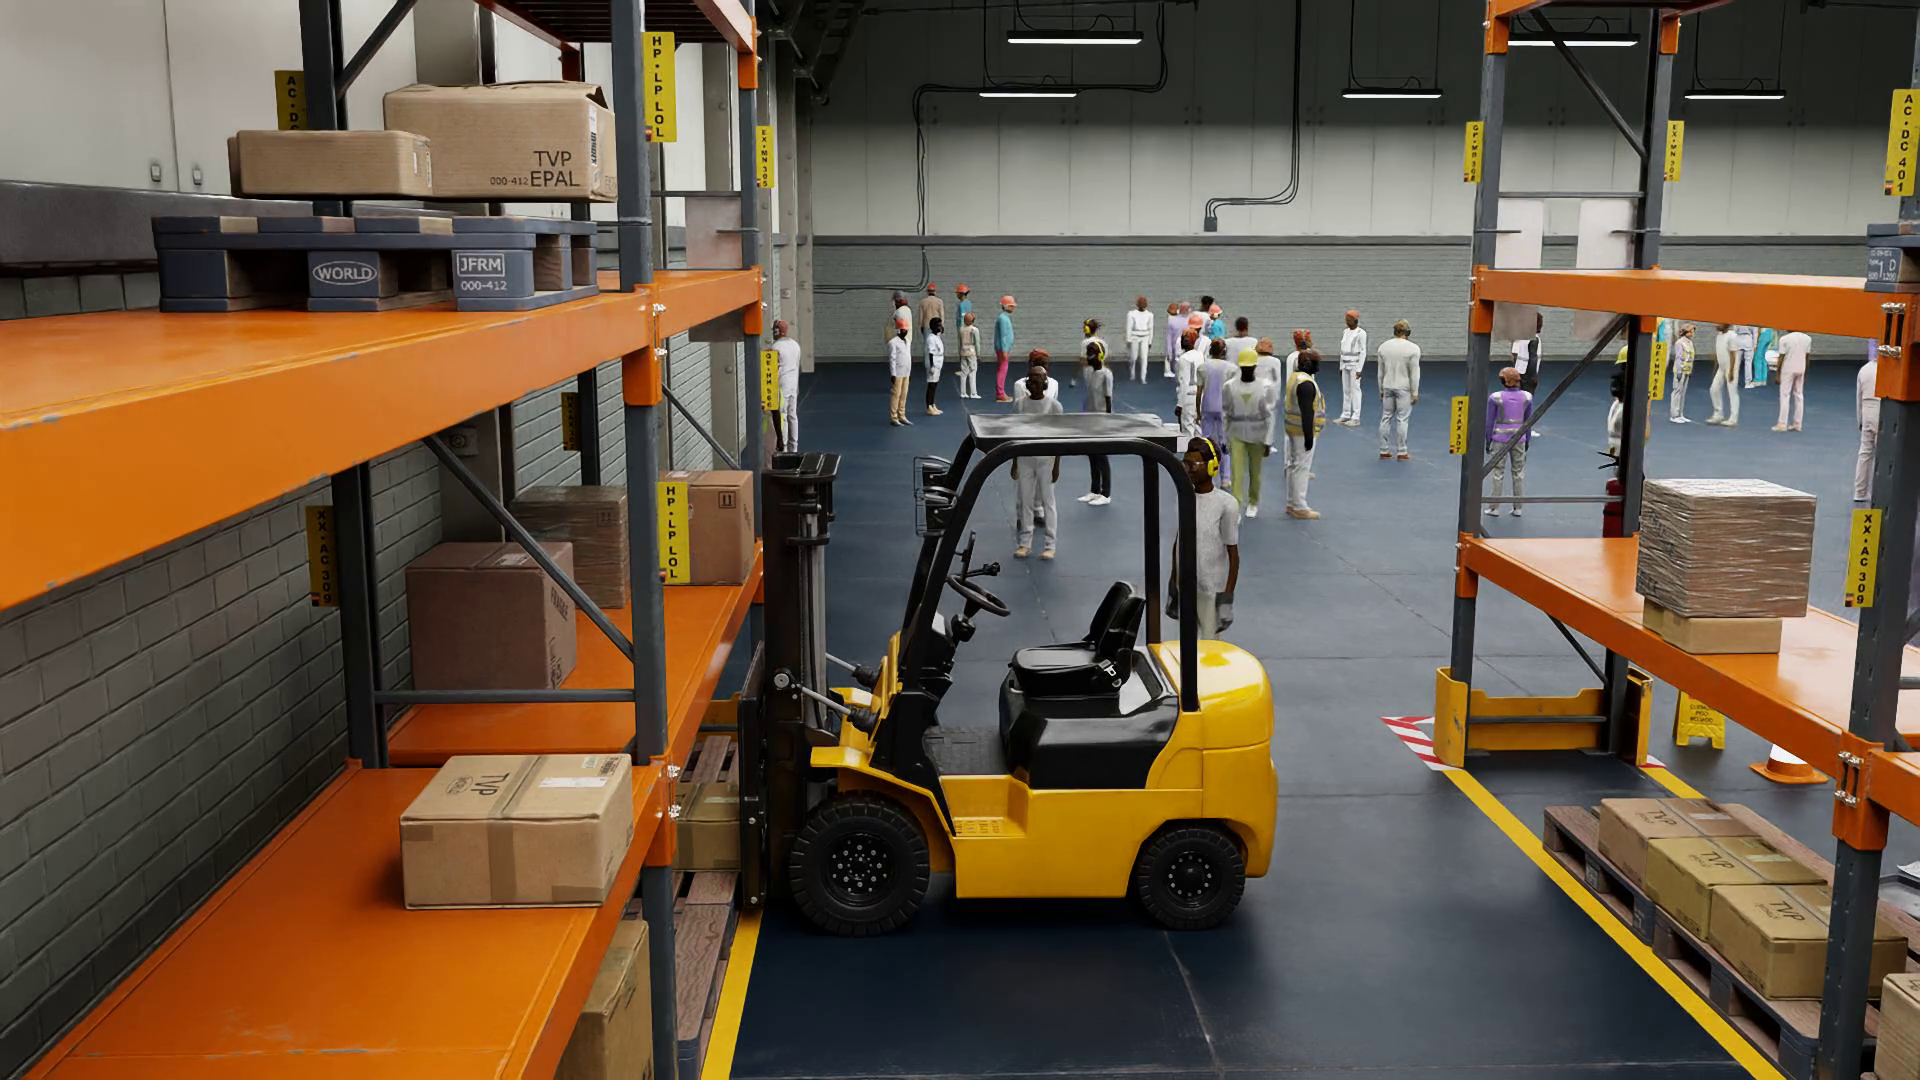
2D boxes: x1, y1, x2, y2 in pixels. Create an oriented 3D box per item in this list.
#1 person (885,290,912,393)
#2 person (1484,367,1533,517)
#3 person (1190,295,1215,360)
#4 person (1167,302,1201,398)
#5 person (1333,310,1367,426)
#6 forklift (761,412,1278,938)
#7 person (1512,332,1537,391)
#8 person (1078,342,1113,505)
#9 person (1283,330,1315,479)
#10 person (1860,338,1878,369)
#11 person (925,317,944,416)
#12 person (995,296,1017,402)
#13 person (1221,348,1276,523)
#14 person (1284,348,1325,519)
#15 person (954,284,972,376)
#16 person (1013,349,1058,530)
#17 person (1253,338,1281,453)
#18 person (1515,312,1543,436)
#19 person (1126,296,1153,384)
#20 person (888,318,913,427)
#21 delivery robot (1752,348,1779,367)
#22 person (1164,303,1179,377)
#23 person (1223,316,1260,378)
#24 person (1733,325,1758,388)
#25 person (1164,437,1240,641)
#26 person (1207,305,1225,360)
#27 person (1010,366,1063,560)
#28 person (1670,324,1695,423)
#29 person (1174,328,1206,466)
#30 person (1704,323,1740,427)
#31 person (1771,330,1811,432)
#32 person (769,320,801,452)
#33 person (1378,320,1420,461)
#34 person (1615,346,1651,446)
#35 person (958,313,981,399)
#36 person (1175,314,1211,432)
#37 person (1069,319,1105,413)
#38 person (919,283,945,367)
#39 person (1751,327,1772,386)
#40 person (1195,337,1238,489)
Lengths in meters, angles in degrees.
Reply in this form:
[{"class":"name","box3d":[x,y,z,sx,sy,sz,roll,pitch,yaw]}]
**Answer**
[{"class":"person","box3d":[-1.227,-3.947,33.047,0.538,2.000,0.682,1,10,8]},{"class":"person","box3d":[5.967,-1.060,18.114,0.514,1.634,0.313,0,10,-2]},{"class":"person","box3d":[4.881,-3.977,33.553,0.636,1.918,0.727,6,12,32]},{"class":"person","box3d":[4.214,-3.537,31.260,0.656,1.869,0.958,2,10,11]},{"class":"person","box3d":[6.383,-2.811,27.151,0.356,1.886,0.574,-4,11,-23]},{"class":"forklift","box3d":[0.291,0.548,7.580,2.313,2.155,1.214,0,10,-2]},{"class":"person","box3d":[10.393,-3.402,30.598,0.408,1.833,0.573,-4,11,-19]},{"class":"person","box3d":[1.569,-1.331,18.985,0.335,1.861,0.510,-4,11,-23]},{"class":"person","box3d":[4.305,-1.722,21.093,0.355,1.883,0.573,-1,10,-7]},{"class":"person","box3d":[21.389,-4.905,38.970,0.341,1.838,0.501,8,13,38]},{"class":"person","box3d":[-0.441,-2.996,28.700,0.318,1.698,0.539,2,10,11]},{"class":"person","box3d":[0.851,-3.575,31.152,0.405,1.986,0.606,1,10,8]},{"class":"person","box3d":[3.083,-1.119,17.776,0.590,1.889,0.993,3,11,16]},{"class":"person","box3d":[3.745,-1.159,18.075,0.429,1.841,0.633,0,10,-2]},{"class":"person","box3d":[0.062,-4.694,37.200,0.377,2.045,0.605,2,10,13]},{"class":"person","box3d":[0.800,-1.046,17.326,0.576,1.882,0.362,-8,13,-37]},{"class":"person","box3d":[4.304,-2.054,23.638,0.503,1.632,0.271,5,11,24]},{"class":"person","box3d":[8.768,-2.555,25.663,0.397,1.911,0.588,1,10,4]},{"class":"person","box3d":[3.796,-4.261,35.341,0.583,1.859,0.809,-1,10,-6]},{"class":"person","box3d":[-0.941,-2.722,27.024,0.342,1.748,0.573,6,12,29]},{"class":"delivery robot","box3d":[18.574,-4.172,38.182,0.707,0.478,0.477,2,10,9]},{"class":"person","box3d":[4.705,-4.435,36.932,0.279,1.627,0.499,2,10,12]},{"class":"person","box3d":[4.157,-2.351,24.587,0.641,1.885,0.520,6,12,29]},{"class":"person","box3d":[16.118,-3.996,34.147,0.483,1.744,0.302,9,14,42]},{"class":"person","box3d":[1.394,0.325,9.727,0.321,1.871,0.532,-8,13,-37]},{"class":"person","box3d":[5.046,-3.776,32.940,0.363,1.741,0.561,2,10,13]},{"class":"person","box3d":[0.718,-0.724,15.666,0.505,1.838,0.342,5,11,25]},{"class":"person","box3d":[11.968,-2.757,27.543,0.308,1.638,0.511,9,13,40]},{"class":"person","box3d":[2.953,-1.783,21.436,0.354,1.883,0.572,7,12,33]},{"class":"person","box3d":[12.425,-2.746,26.997,0.461,1.821,0.507,-1,10,-3]},{"class":"person","box3d":[13.100,-2.609,26.181,0.510,1.837,0.346,-1,10,-4]},{"class":"person","box3d":[-2.494,-2.111,23.193,0.407,1.910,0.638,5,11,27]},{"class":"person","box3d":[5.985,-2.037,22.724,0.367,1.933,0.627,-10,14,-44]},{"class":"person","box3d":[6.972,-1.068,17.332,0.375,1.924,0.585,9,14,41]},{"class":"person","box3d":[0.178,-3.512,31.747,0.525,1.637,0.307,9,14,41]},{"class":"person","box3d":[3.460,-2.386,24.662,0.542,1.930,0.374,-1,10,-4]},{"class":"person","box3d":[2.020,-2.472,25.472,0.989,1.823,0.533,7,13,35]},{"class":"person","box3d":[-0.664,-5.125,39.735,0.612,1.997,0.376,2,10,12]},{"class":"person","box3d":[16.645,-4.108,34.536,0.518,1.834,0.351,-9,14,-41]},{"class":"person","box3d":[3.113,-1.538,20.171,0.514,1.845,0.338,3,11,15]}]
